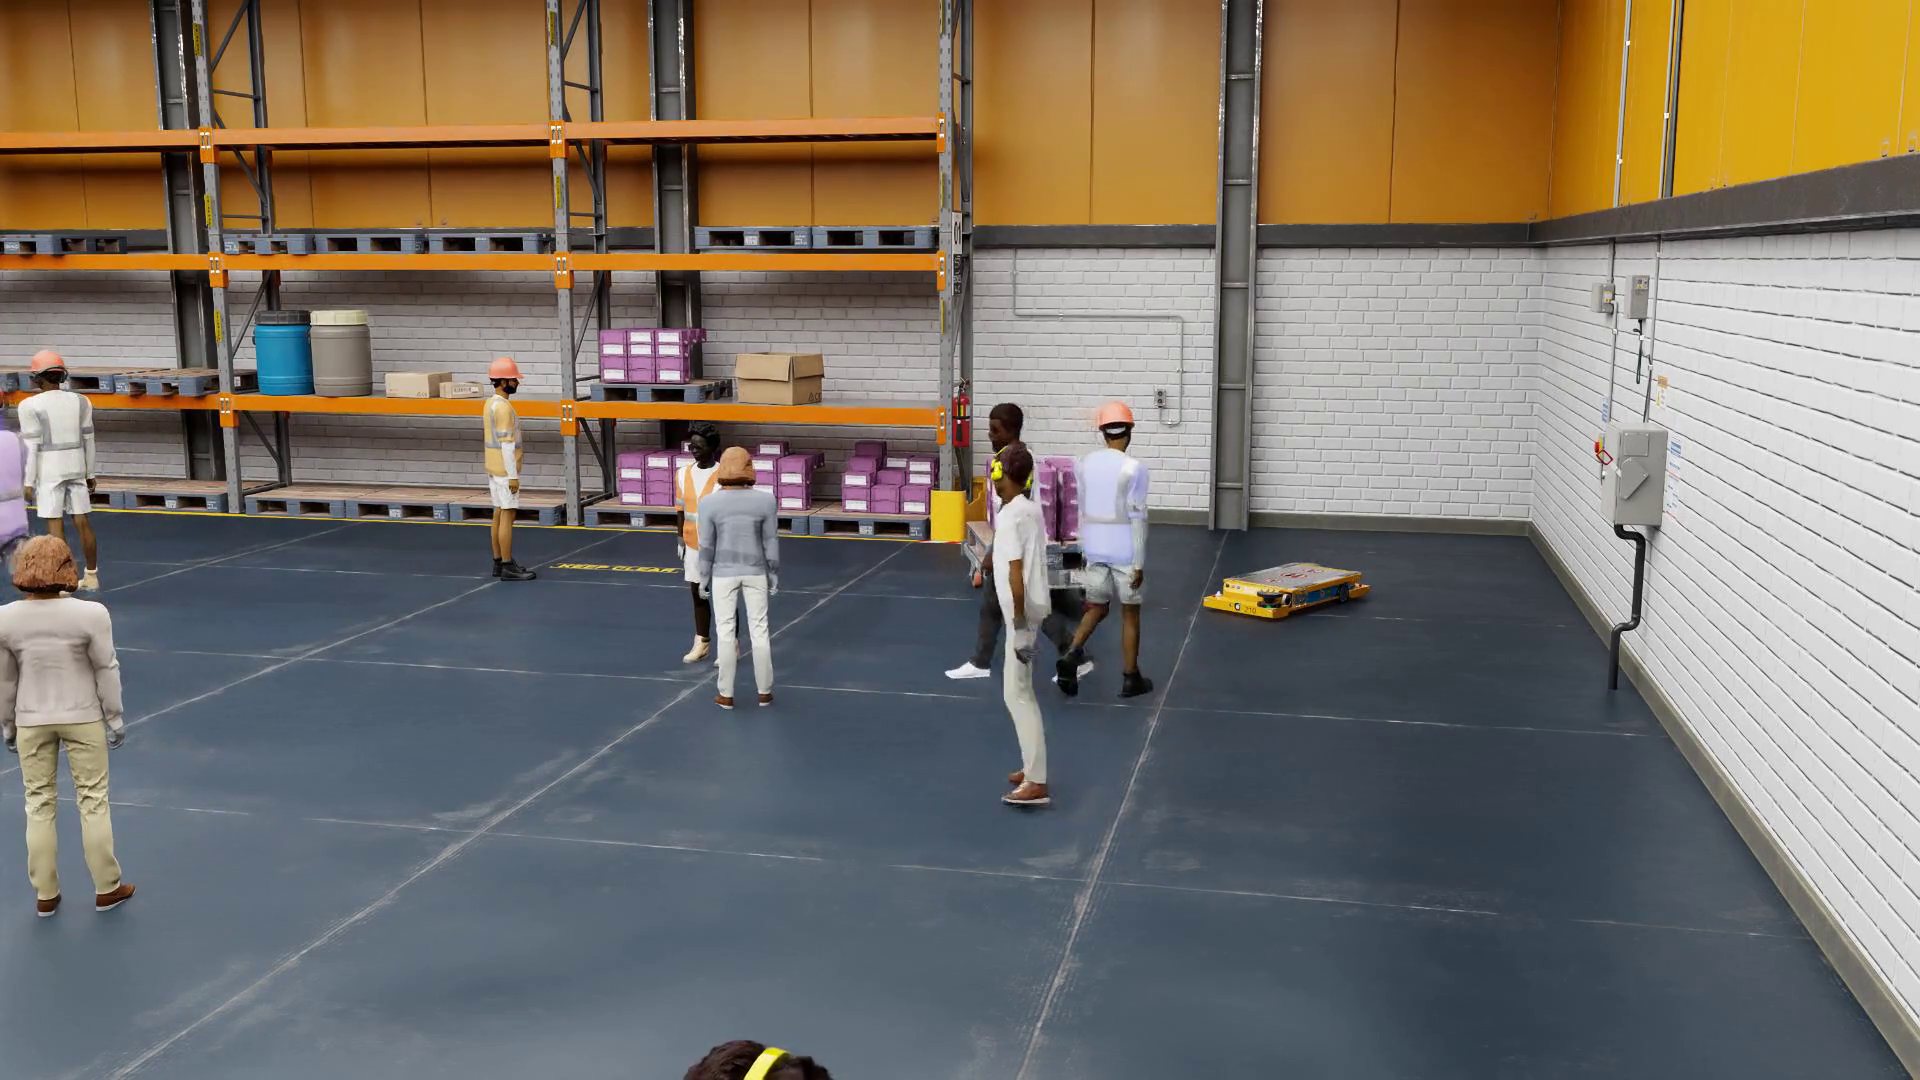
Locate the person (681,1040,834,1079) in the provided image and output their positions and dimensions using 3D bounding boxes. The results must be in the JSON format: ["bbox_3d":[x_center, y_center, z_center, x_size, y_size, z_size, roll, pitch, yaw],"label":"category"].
[{"bbox_3d":[-0.256,1.512,2.080,0.329,1.865,0.509,2,10,14],"label":"person"}]

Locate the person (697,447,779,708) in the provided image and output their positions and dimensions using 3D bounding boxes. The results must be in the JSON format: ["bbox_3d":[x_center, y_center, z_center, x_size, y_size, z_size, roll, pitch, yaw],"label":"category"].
[{"bbox_3d":[-1.371,0.250,10.311,0.511,1.647,0.388,-3,10,-15],"label":"person"}]

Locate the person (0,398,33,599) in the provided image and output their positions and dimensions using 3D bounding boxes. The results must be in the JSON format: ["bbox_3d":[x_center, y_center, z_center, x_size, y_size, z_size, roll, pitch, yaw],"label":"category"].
[{"bbox_3d":[-6.550,-0.088,11.193,1.021,1.984,0.625,2,10,12],"label":"person"}]

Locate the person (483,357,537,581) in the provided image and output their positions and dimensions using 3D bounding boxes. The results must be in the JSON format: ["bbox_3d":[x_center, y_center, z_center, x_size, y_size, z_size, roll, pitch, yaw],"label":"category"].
[{"bbox_3d":[-3.930,-0.612,14.435,0.357,1.938,0.543,-5,11,-28],"label":"person"}]

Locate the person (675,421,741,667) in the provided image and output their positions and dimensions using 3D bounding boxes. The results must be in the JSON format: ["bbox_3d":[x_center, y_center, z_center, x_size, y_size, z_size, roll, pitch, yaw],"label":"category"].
[{"bbox_3d":[-1.717,0.028,11.379,0.530,1.689,0.321,4,10,23],"label":"person"}]

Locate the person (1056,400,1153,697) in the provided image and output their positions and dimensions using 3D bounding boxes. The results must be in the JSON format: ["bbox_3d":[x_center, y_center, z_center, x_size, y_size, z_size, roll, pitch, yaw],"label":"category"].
[{"bbox_3d":[0.925,0.083,10.438,0.548,1.907,0.690,7,12,37],"label":"person"}]

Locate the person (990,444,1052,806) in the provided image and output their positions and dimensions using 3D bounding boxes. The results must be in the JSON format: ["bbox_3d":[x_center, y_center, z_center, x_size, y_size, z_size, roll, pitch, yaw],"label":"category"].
[{"bbox_3d":[0.313,0.433,8.580,0.445,1.828,0.668,3,10,16],"label":"person"}]

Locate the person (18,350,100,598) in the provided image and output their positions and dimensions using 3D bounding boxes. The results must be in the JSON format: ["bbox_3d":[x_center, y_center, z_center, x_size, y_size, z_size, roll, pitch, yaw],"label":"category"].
[{"bbox_3d":[-7.445,-0.544,13.722,0.392,2.041,0.615,5,11,29],"label":"person"}]

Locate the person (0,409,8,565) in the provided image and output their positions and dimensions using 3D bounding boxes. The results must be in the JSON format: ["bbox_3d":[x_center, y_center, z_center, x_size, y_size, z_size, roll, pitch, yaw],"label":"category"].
[{"bbox_3d":[-8.856,-0.688,15.142,0.567,1.850,0.389,7,12,37],"label":"person"}]

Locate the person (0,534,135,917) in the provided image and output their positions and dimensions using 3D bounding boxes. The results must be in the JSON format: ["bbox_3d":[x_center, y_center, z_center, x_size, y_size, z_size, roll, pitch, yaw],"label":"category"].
[{"bbox_3d":[-3.811,0.786,7.056,0.497,1.633,0.285,-2,10,-12],"label":"person"}]

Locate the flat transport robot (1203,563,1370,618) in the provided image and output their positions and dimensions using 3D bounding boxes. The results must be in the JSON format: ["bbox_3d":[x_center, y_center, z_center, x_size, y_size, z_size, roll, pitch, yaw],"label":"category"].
[{"bbox_3d":[2.654,0.391,13.421,0.652,0.197,1.431,9,13,43],"label":"flat transport robot"}]

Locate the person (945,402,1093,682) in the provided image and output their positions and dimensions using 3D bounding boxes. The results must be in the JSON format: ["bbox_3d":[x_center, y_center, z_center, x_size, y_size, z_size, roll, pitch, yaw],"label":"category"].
[{"bbox_3d":[0.419,0.030,10.848,0.919,1.876,0.595,-1,10,-6],"label":"person"}]
